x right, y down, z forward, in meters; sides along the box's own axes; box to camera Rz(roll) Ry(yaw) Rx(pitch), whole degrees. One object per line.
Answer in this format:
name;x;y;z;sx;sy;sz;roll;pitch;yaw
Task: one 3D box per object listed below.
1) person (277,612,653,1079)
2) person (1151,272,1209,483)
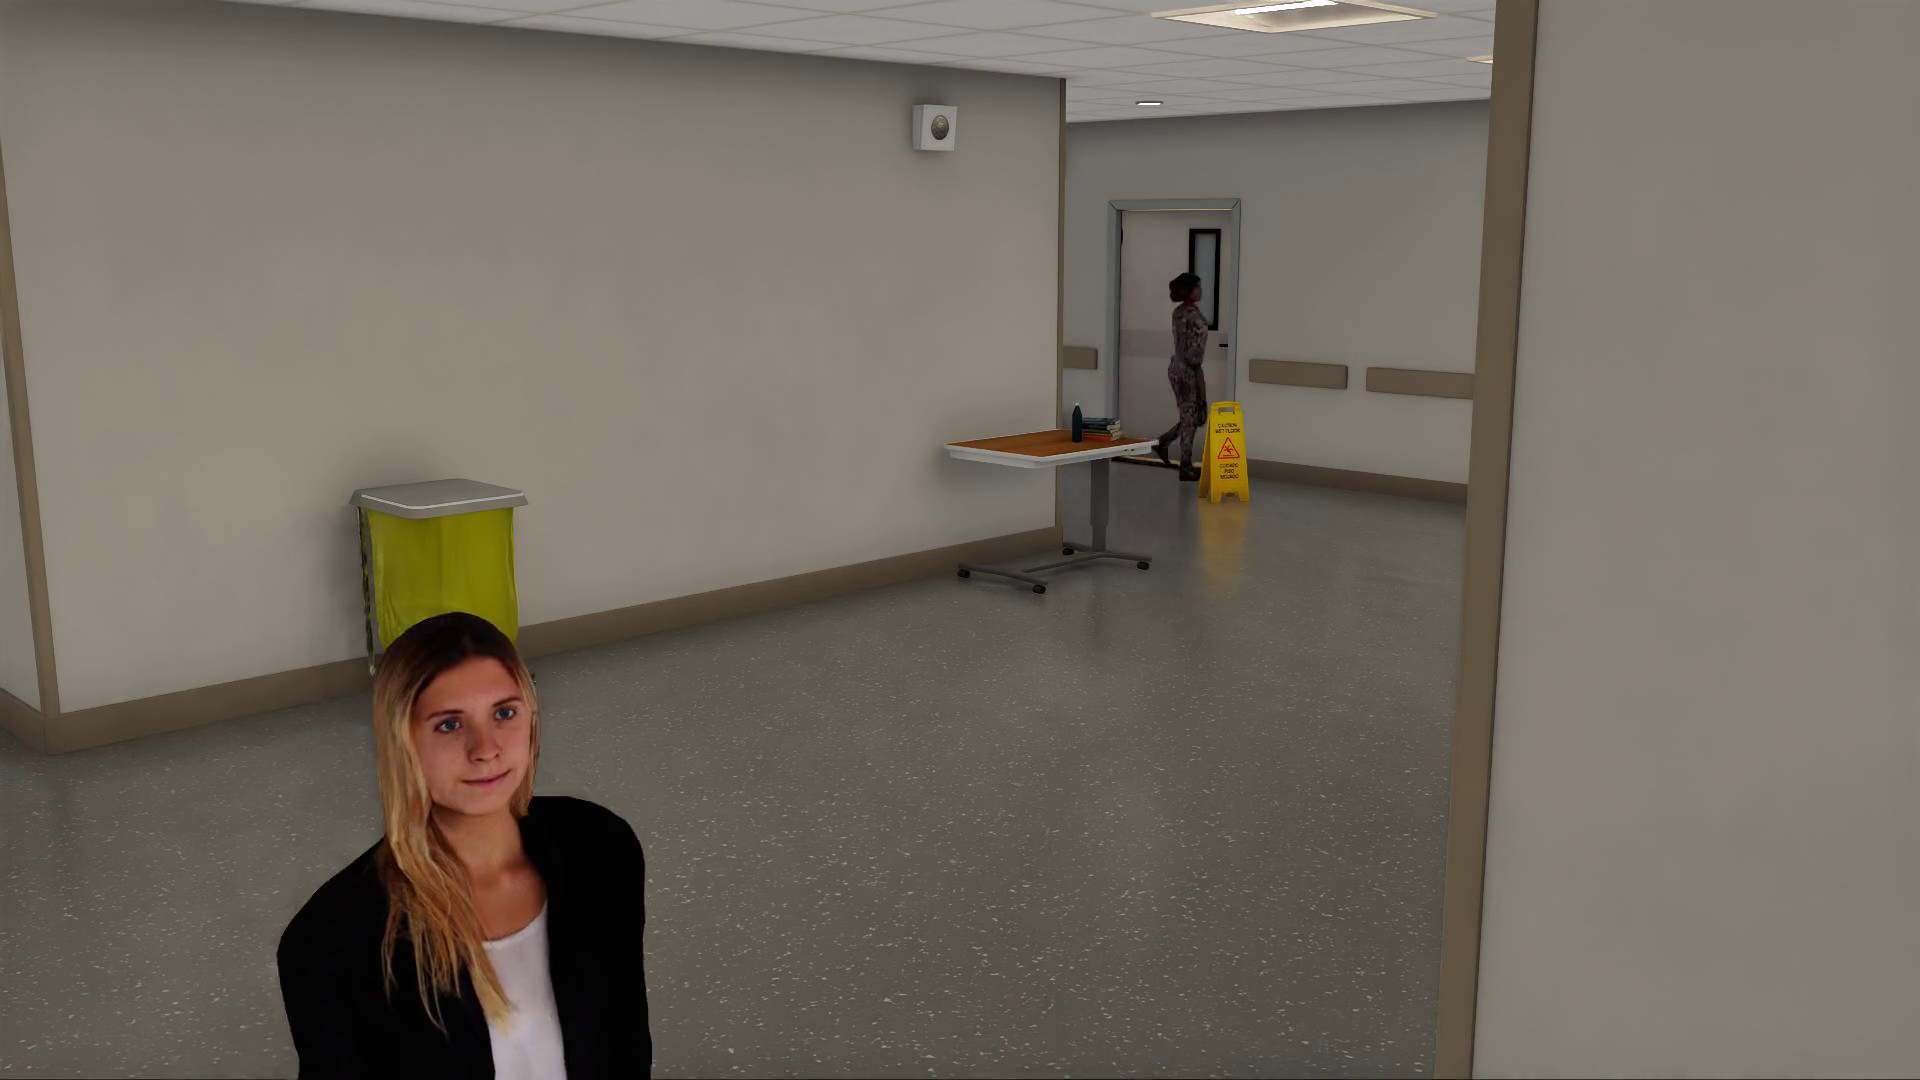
person;-0.604;0.891;2.095;0.696;1.652;0.842;-7;13;-33
person;1.790;-1.327;13.649;0.835;1.704;0.650;8;13;35
